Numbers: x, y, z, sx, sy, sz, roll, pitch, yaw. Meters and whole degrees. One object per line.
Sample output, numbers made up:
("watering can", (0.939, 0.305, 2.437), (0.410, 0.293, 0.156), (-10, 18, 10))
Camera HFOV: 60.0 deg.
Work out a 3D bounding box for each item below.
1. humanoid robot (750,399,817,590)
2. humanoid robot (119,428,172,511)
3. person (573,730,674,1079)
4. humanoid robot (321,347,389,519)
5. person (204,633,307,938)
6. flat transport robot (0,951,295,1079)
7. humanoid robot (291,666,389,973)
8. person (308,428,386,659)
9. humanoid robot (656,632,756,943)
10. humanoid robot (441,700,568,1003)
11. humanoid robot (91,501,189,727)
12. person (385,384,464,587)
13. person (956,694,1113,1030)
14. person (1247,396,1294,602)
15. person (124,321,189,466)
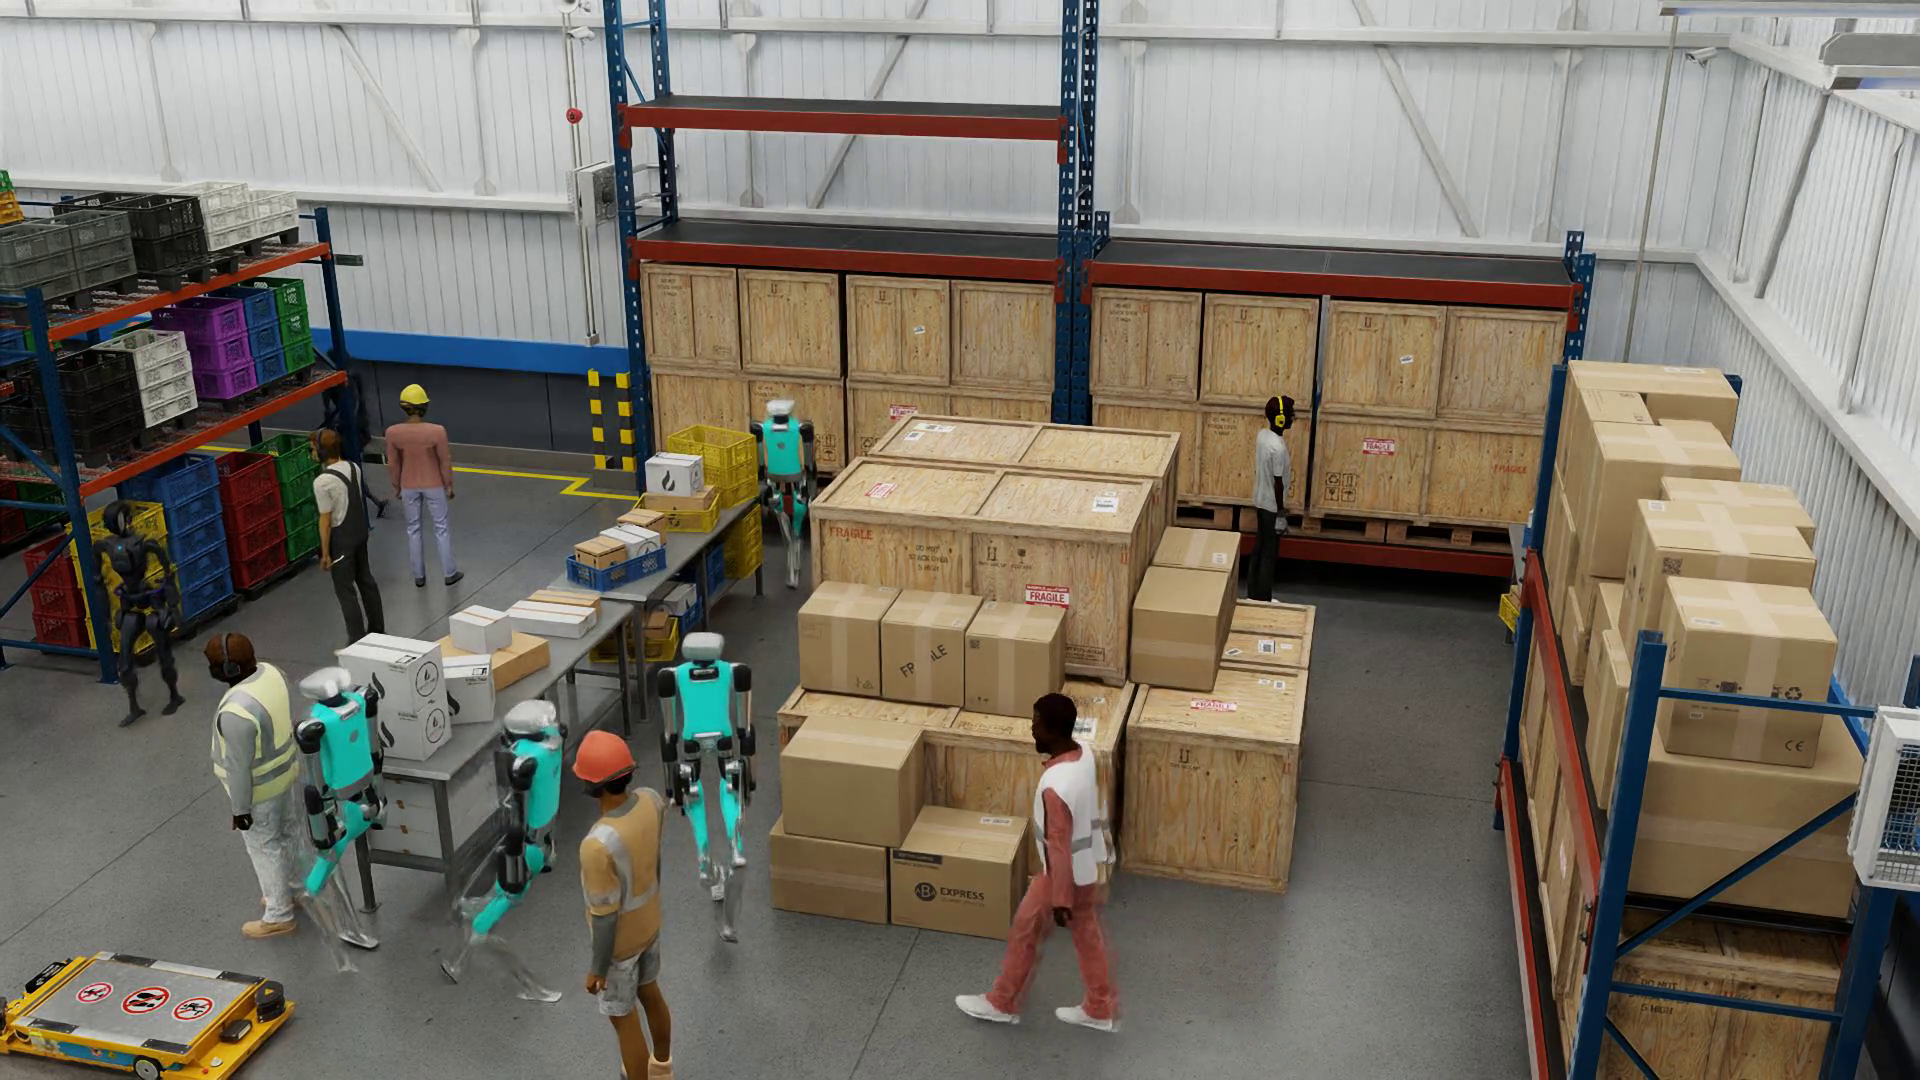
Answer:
("humanoid robot", (-1.449, -0.424, 14.095), (0.531, 1.716, 1.046), (0, 21, 1))
("humanoid robot", (-7.107, -0.568, 14.616), (0.612, 1.623, 0.720), (8, 22, 21))
("person", (-1.592, 1.824, 7.793), (0.369, 2.040, 0.615), (6, 22, 15))
("humanoid robot", (-5.761, -1.032, 15.812), (0.677, 1.636, 0.612), (8, 22, 20))
("person", (-3.926, 1.360, 9.304), (0.429, 1.834, 0.632), (0, 21, -1))
("flat transport robot", (-4.270, 2.464, 8.601), (1.431, 0.231, 0.659), (5, 22, 13))
("humanoid robot", (-3.471, 1.499, 9.073), (0.664, 1.807, 0.540), (9, 23, 22))
("person", (-4.734, 0.024, 12.796), (0.351, 1.835, 0.502), (4, 21, 11))
("humanoid robot", (-1.373, 1.471, 9.212), (0.530, 1.754, 1.044), (-4, 21, -9))
("humanoid robot", (-2.476, 1.672, 8.702), (0.931, 1.816, 0.556), (3, 21, 8))
("humanoid robot", (-5.786, 0.513, 11.745), (0.612, 1.642, 0.531), (0, 21, 0))
("person", (-4.566, -0.455, 14.141), (0.525, 1.765, 0.326), (-1, 21, -3))
("person", (0.402, 1.641, 8.483), (0.906, 1.879, 0.629), (7, 22, 18))
("person", (2.545, -0.267, 13.501), (0.329, 1.872, 0.506), (-4, 21, -9))
("person", (-7.318, -0.993, 15.162), (0.610, 2.040, 0.388), (6, 22, 14))
